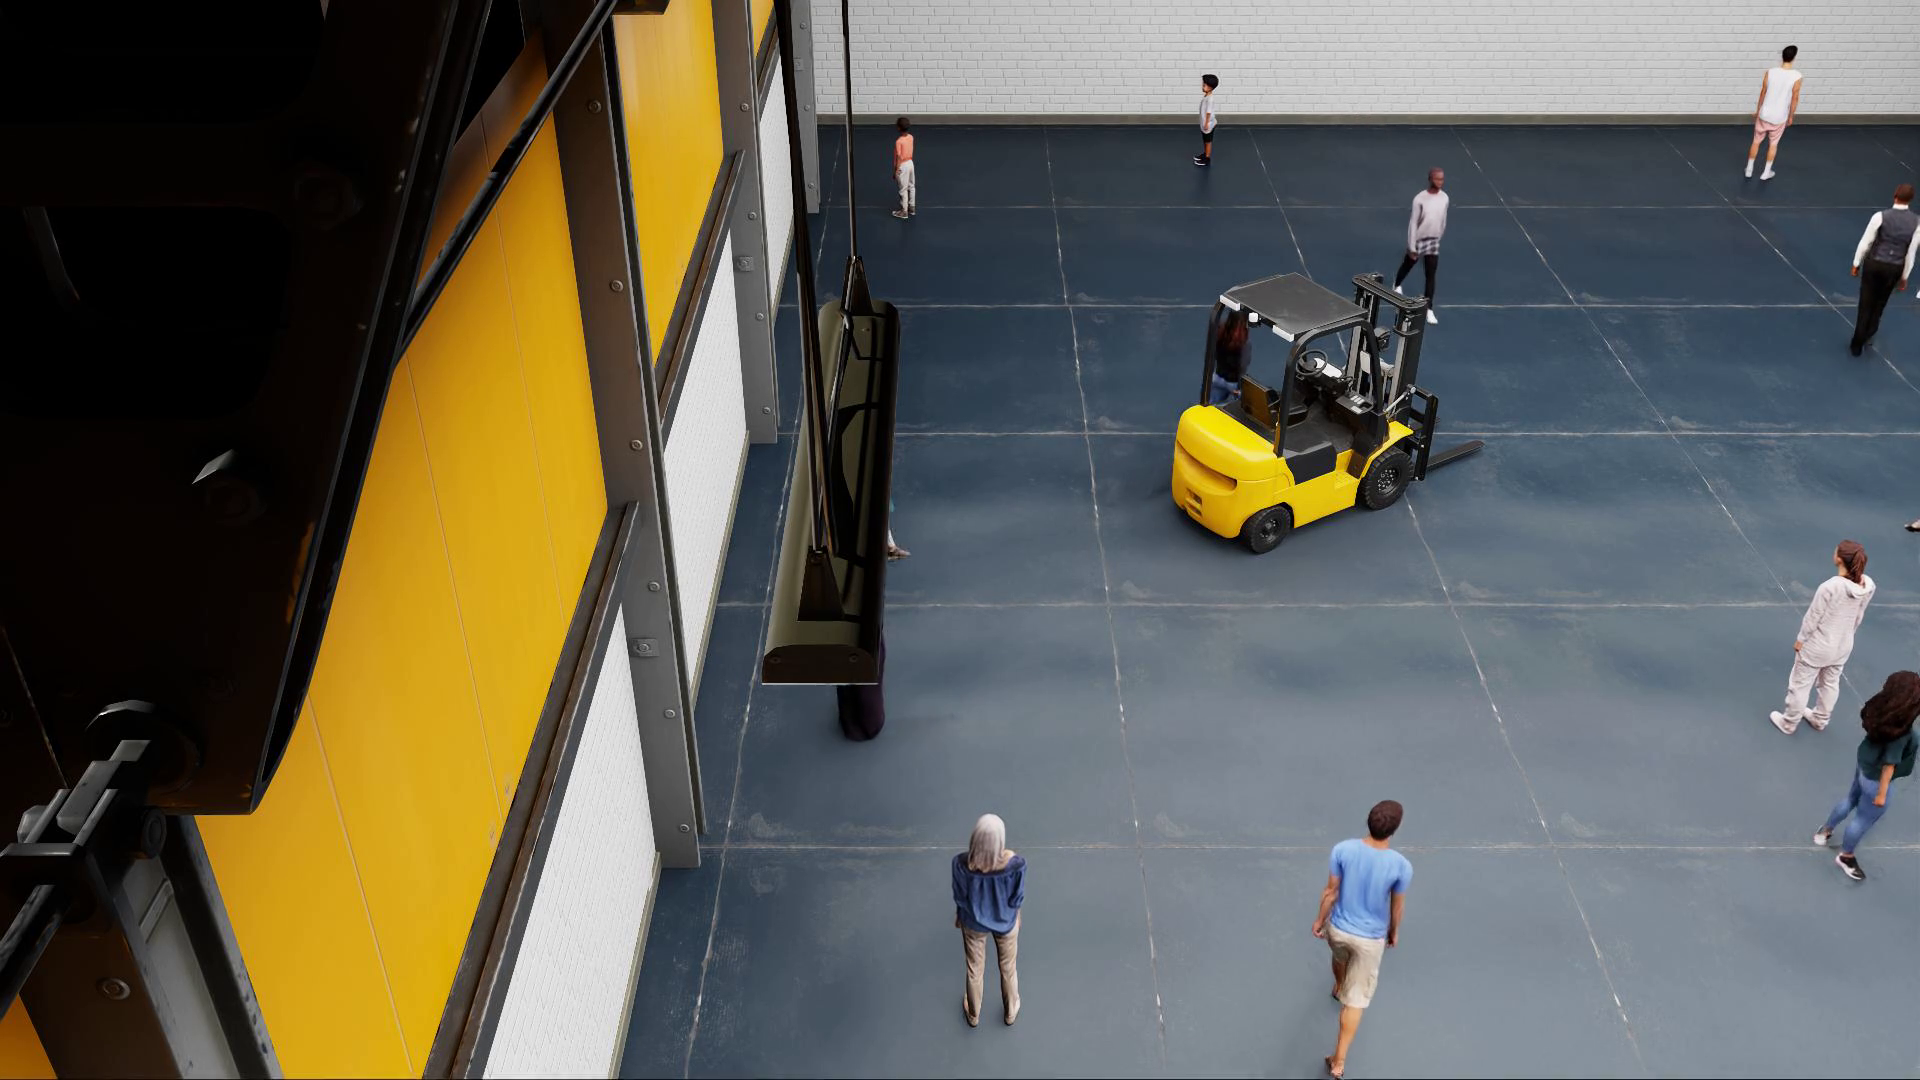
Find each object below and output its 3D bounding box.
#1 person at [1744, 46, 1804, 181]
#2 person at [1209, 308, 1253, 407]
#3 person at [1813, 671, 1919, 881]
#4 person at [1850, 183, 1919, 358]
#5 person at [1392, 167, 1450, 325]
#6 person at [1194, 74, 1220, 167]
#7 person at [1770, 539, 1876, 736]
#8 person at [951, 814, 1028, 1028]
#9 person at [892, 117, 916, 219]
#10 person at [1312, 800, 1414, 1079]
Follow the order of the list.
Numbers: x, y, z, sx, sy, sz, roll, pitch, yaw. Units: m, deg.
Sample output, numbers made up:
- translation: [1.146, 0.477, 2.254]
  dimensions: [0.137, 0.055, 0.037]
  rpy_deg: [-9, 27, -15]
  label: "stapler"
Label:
- translation: [10.982, -5.767, 22.462]
  dimensions: [0.731, 1.785, 0.752]
  rpy_deg: [21, 39, 29]
  label: "person"
- translation: [2.584, -1.529, 16.250]
  dimensions: [1.107, 1.602, 1.098]
  rpy_deg: [-25, 41, -33]
  label: "person"
- translation: [6.322, 1.641, 11.483]
  dimensions: [0.805, 1.600, 0.614]
  rpy_deg: [16, 37, 23]
  label: "person"
- translation: [10.002, -2.886, 18.030]
  dimensions: [0.926, 1.891, 1.067]
  rpy_deg: [12, 36, 18]
  label: "person"
- translation: [5.229, -3.416, 18.974]
  dimensions: [0.782, 1.729, 1.232]
  rpy_deg: [-6, 34, -9]
  label: "person"
- translation: [3.435, -5.823, 23.021]
  dimensions: [0.535, 1.257, 0.423]
  rpy_deg: [-1, 34, -1]
  label: "person"
- translation: [6.646, 0.768, 12.719]
  dimensions: [0.671, 1.685, 0.630]
  rpy_deg: [-6, 34, -9]
  label: "person"
- translation: [0.182, 2.366, 10.304]
  dimensions: [0.601, 1.697, 0.548]
  rpy_deg: [0, 34, 0]
  label: "person"
- translation: [-0.707, -4.812, 21.452]
  dimensions: [0.629, 1.311, 0.556]
  rpy_deg: [24, 40, 31]
  label: "person"
- translation: [2.390, 2.433, 10.081]
  dimensions: [1.075, 1.833, 1.332]
  rpy_deg: [15, 36, 21]
  label: "person"
